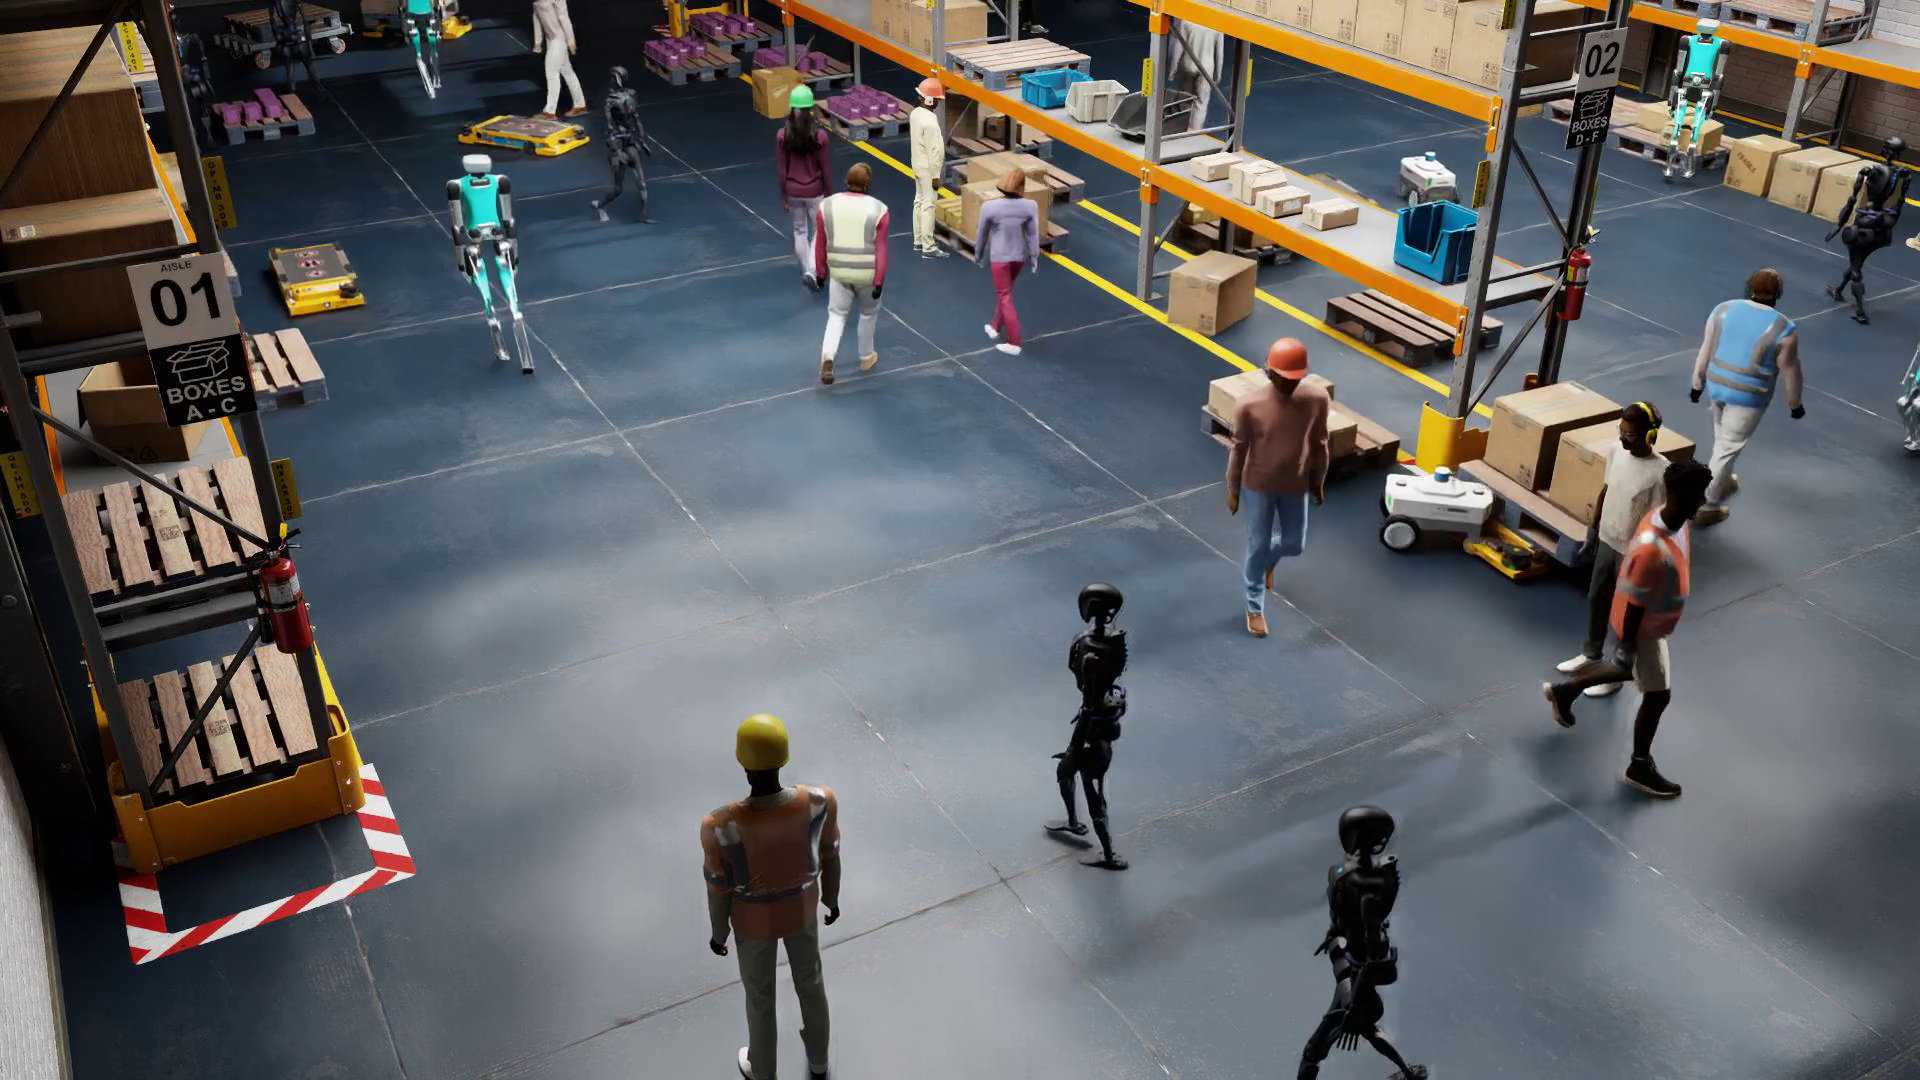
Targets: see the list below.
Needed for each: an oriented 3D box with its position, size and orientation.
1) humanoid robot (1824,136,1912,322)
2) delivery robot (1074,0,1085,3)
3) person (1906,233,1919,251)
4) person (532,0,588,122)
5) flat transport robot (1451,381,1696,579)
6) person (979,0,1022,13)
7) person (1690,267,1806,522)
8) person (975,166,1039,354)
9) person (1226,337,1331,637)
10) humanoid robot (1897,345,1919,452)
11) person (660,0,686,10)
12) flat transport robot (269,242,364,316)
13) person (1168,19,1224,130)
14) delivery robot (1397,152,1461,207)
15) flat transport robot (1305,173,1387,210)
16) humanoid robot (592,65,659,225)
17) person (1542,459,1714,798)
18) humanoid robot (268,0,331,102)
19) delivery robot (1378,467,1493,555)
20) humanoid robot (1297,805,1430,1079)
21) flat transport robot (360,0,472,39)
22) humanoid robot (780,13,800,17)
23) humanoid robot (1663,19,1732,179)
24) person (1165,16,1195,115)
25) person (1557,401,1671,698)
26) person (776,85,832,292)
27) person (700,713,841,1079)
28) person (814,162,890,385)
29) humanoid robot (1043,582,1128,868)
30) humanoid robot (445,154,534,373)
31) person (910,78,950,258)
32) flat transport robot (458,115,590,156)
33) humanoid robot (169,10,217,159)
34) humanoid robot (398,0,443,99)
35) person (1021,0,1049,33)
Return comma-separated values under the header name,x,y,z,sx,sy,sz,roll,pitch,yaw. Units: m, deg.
name,x,y,z,sx,sy,sz,roll,pitch,yaw
humanoid robot,8.162,-2.839,14.995,0.603,1.624,0.810,-4,30,-6
delivery robot,2.075,-8.948,26.687,0.767,0.583,0.499,-8,31,-14
person,9.789,-3.706,16.371,0.627,1.751,0.420,-3,30,-6
person,-5.058,-6.098,20.404,0.889,1.881,0.671,-20,35,-30
flat transport robot,4.204,-0.087,11.561,1.431,0.231,0.659,-13,32,-21
person,0.717,-9.004,25.550,0.998,1.797,0.533,10,31,16
person,5.538,-1.027,11.650,0.820,1.801,0.673,-16,33,-25
person,0.377,-2.425,14.297,0.489,1.596,0.690,-13,33,-22
person,1.955,-0.381,10.351,0.633,1.976,0.601,-1,30,-3
humanoid robot,7.300,-1.424,12.425,0.690,1.811,0.547,-13,32,-21
person,-4.549,-9.177,25.894,0.560,1.752,0.325,-9,31,-15
flat transport robot,-6.106,-2.490,15.744,0.659,0.231,1.431,-14,33,-23
person,2.759,-5.520,19.458,0.627,1.862,0.780,7,31,12
delivery robot,5.000,-3.854,17.825,0.499,0.587,0.766,-6,30,-10
flat transport robot,3.895,-3.589,17.658,0.659,0.231,1.431,-9,31,-16
humanoid robot,-3.492,-4.061,17.085,0.635,1.640,0.584,12,32,20
person,3.672,0.424,9.020,0.807,1.925,0.629,16,33,25
humanoid robot,-8.402,-6.298,20.986,0.593,1.637,0.705,9,31,14
delivery robot,3.289,-0.232,11.503,0.756,0.571,0.499,7,31,12
humanoid robot,1.703,1.777,6.950,0.752,1.637,0.611,1,30,1
flat transport robot,-8.046,-7.604,24.646,1.431,0.231,0.659,3,30,5
humanoid robot,-2.536,-8.872,25.415,0.723,1.803,0.558,2,30,4
humanoid robot,7.942,-4.745,18.061,0.533,1.677,0.735,14,33,23
person,2.736,-5.794,19.877,0.693,1.877,0.456,-22,36,-33
person,3.855,0.047,9.741,0.349,1.856,0.521,-12,32,-20
person,-1.428,-3.209,15.332,0.492,1.932,0.622,2,30,4
person,-0.788,1.553,7.042,0.592,1.925,0.365,-13,32,-21
person,-0.901,-2.157,13.633,0.646,1.802,0.826,7,31,11
humanoid robot,0.629,0.941,8.362,0.515,1.649,0.586,6,30,11
humanoid robot,-3.857,-2.214,13.883,0.552,1.857,0.867,-15,33,-25
person,-0.299,-3.632,16.248,0.331,1.744,0.558,-9,31,-16
flat transport robot,-5.195,-4.819,19.799,1.431,0.231,0.659,13,32,22
humanoid robot,-8.937,-5.264,19.164,0.590,1.649,0.496,-16,34,-26
humanoid robot,-6.925,-6.580,21.473,0.556,1.843,0.901,-8,31,-14
person,1.099,-8.414,24.559,0.437,1.757,0.774,-14,33,-23
